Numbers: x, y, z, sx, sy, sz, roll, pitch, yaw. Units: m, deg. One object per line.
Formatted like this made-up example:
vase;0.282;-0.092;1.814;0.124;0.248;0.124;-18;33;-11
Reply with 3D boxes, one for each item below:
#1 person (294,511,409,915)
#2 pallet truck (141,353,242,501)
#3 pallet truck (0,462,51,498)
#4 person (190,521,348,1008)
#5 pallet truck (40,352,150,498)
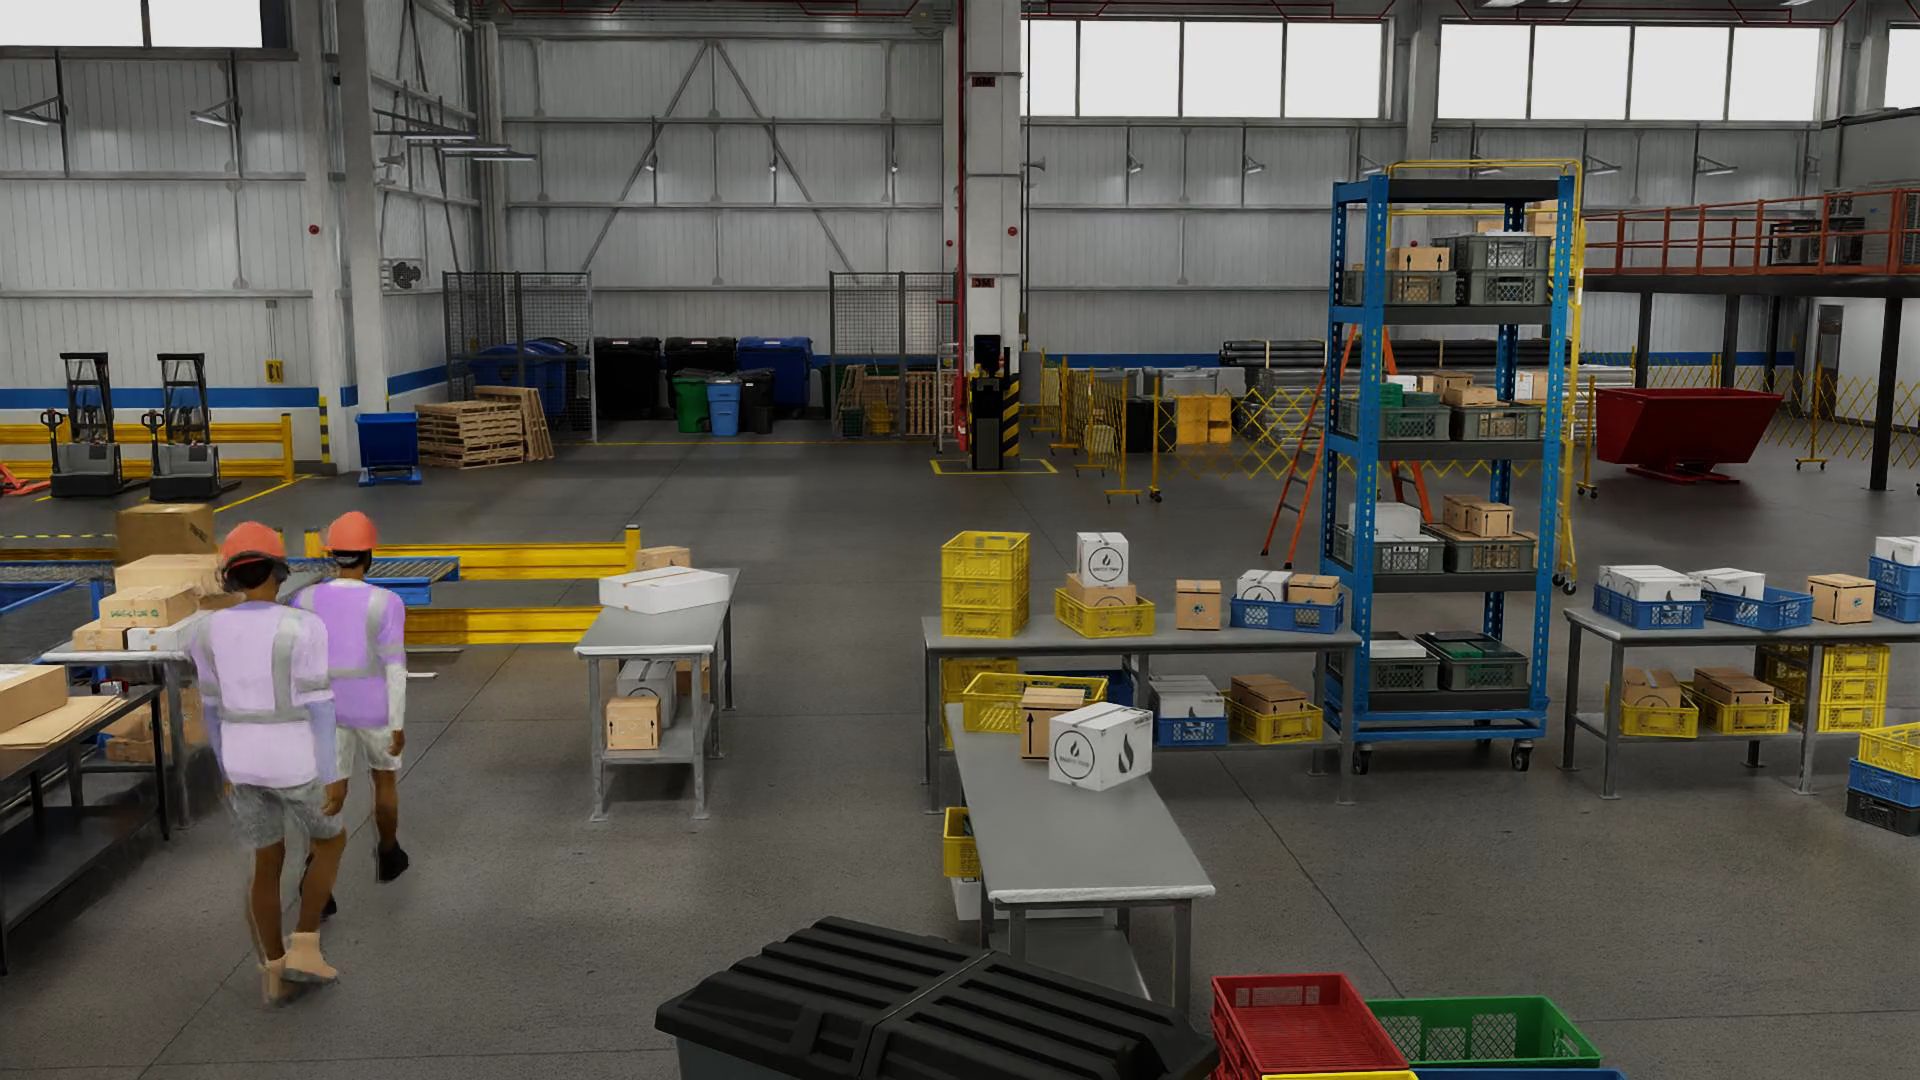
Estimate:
person;-2.937;0.819;8.012;0.549;1.912;0.896;0;9;1
pallet truck;-10.520;-1.604;22.925;0.823;1.965;1.885;-1;9;-6
pallet truck;-13.193;-1.293;23.148;0.653;1.274;1.630;-1;9;-4
person;-2.845;0.932;6.928;0.652;2.018;0.465;2;9;12
pallet truck;-11.907;-1.642;23.165;0.823;1.965;1.885;0;9;0
